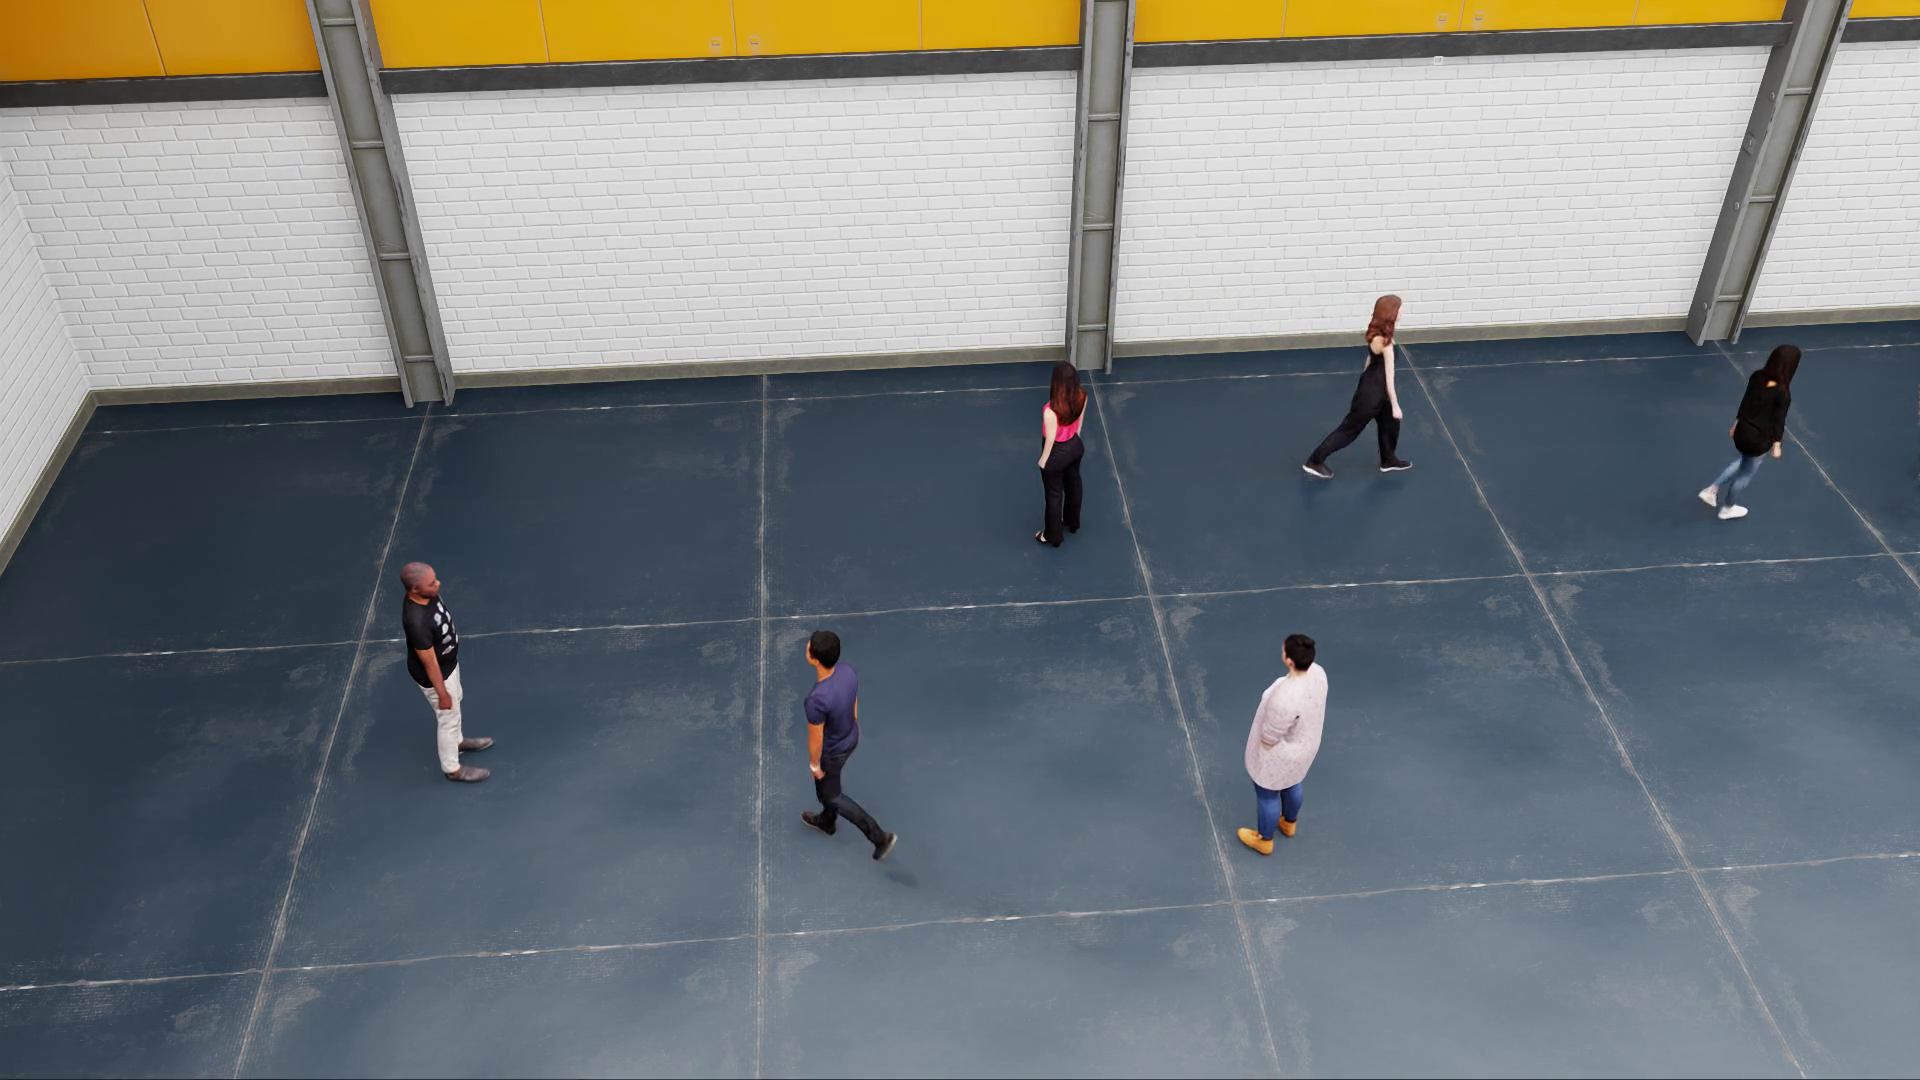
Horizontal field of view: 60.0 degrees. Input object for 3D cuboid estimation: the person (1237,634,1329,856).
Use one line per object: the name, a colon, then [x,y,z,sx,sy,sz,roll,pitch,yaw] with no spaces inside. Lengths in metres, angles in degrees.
person: [2.060,1.272,10.448,0.781,1.743,0.855,-32,48,-33]

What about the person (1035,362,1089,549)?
person: [0.790,-0.680,12.961,0.722,1.658,0.645,32,48,33]

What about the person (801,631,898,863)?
person: [-0.719,1.309,10.379,1.115,1.772,0.965,18,42,21]

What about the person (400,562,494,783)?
person: [-3.444,0.849,10.931,0.635,1.801,0.686,-7,39,-9]

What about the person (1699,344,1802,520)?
person: [6.238,-0.827,13.162,0.698,1.636,0.610,-9,39,-10]

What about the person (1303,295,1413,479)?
person: [3.265,-1.190,13.564,1.188,1.703,0.697,2,39,2]
